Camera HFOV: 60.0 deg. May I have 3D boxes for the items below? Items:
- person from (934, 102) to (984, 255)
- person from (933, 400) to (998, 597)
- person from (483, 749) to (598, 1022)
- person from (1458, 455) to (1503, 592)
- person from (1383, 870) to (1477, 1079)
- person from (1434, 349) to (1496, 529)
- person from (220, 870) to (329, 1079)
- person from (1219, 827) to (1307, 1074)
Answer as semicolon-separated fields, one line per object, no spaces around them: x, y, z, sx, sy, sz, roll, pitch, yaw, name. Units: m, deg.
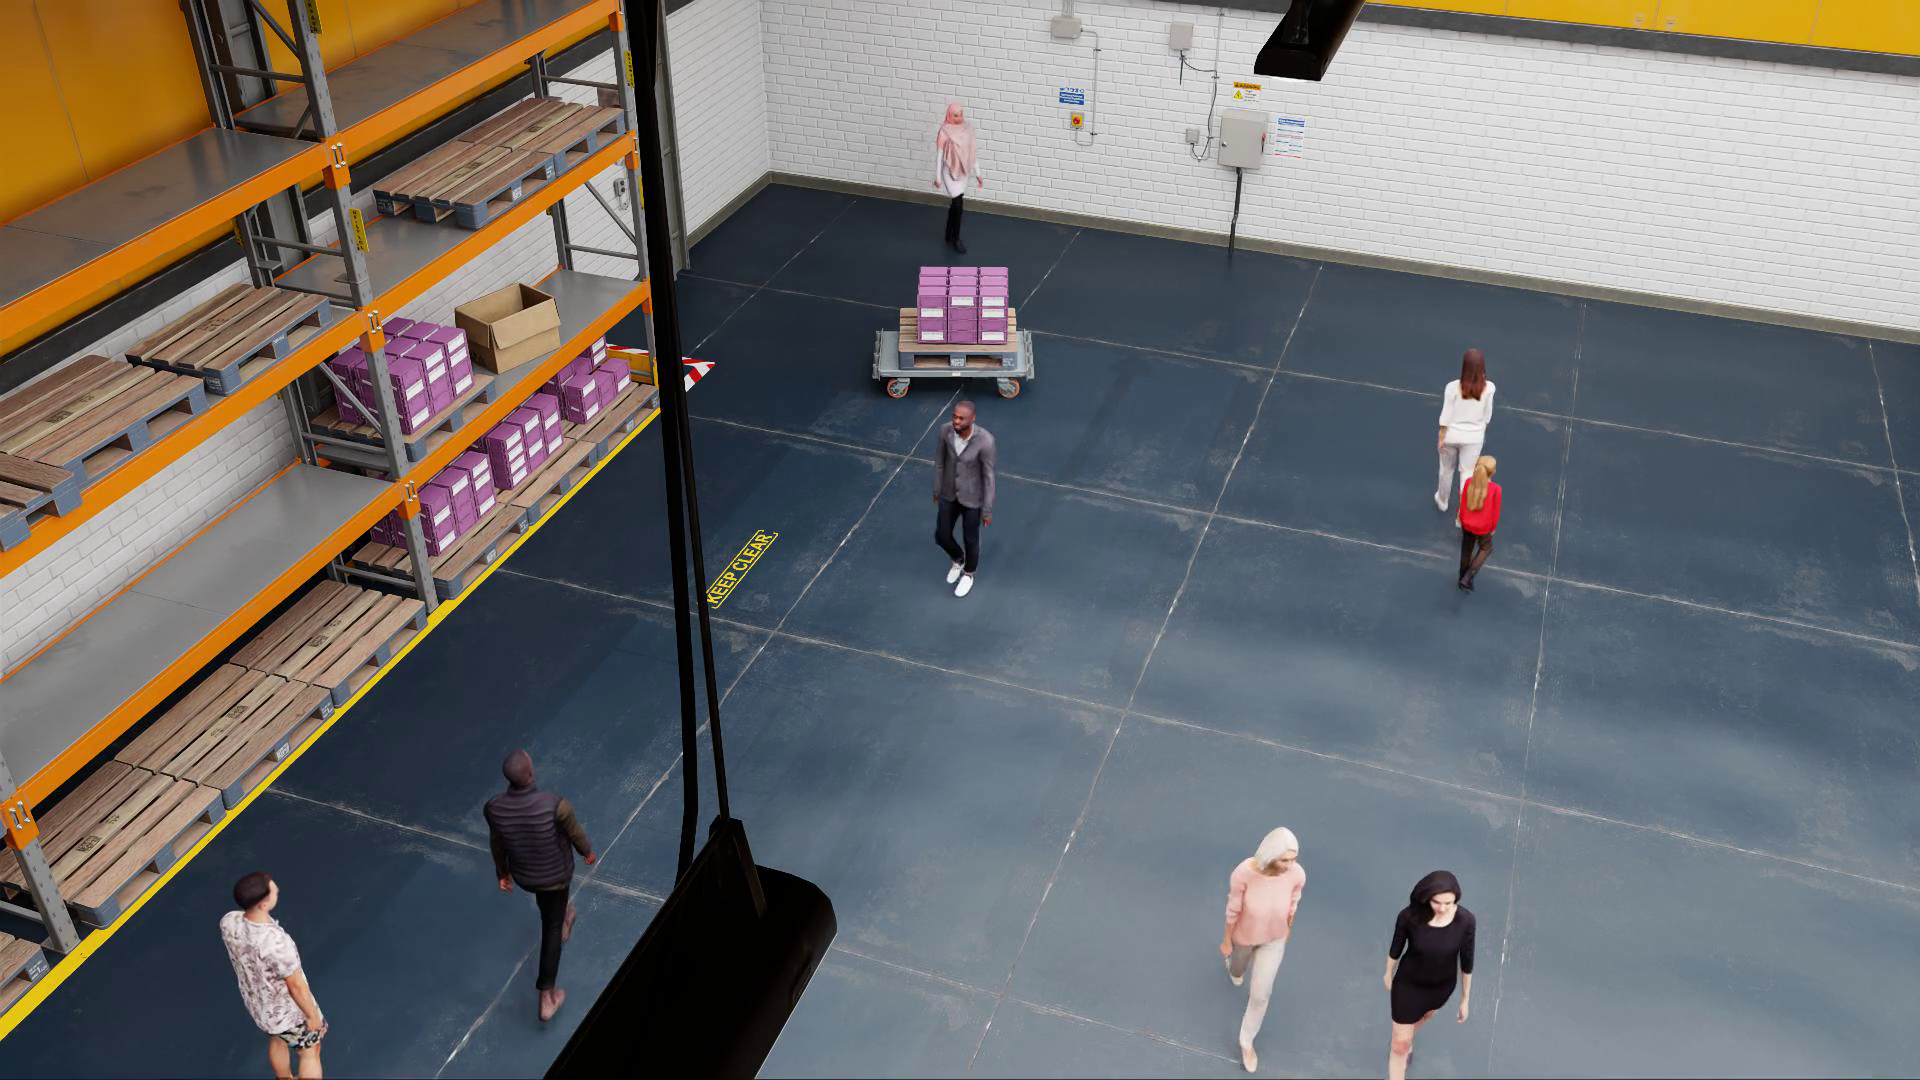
-0.108;-4.353;19.800;0.860;1.786;0.907;-24;40;-31;person
0.072;-0.395;13.821;0.775;1.812;0.683;17;37;24;person
-2.554;2.094;10.095;0.873;1.791;1.252;5;34;7;person
4.297;-0.109;13.875;0.594;1.275;0.683;25;41;32;person
2.653;2.499;9.515;0.792;1.759;1.162;3;34;4;person
4.459;-0.884;14.683;0.737;1.672;0.999;3;34;5;person
-3.847;2.575;9.355;0.713;1.809;0.630;17;37;24;person
1.750;2.288;9.895;0.866;1.689;1.144;0;34;0;person
